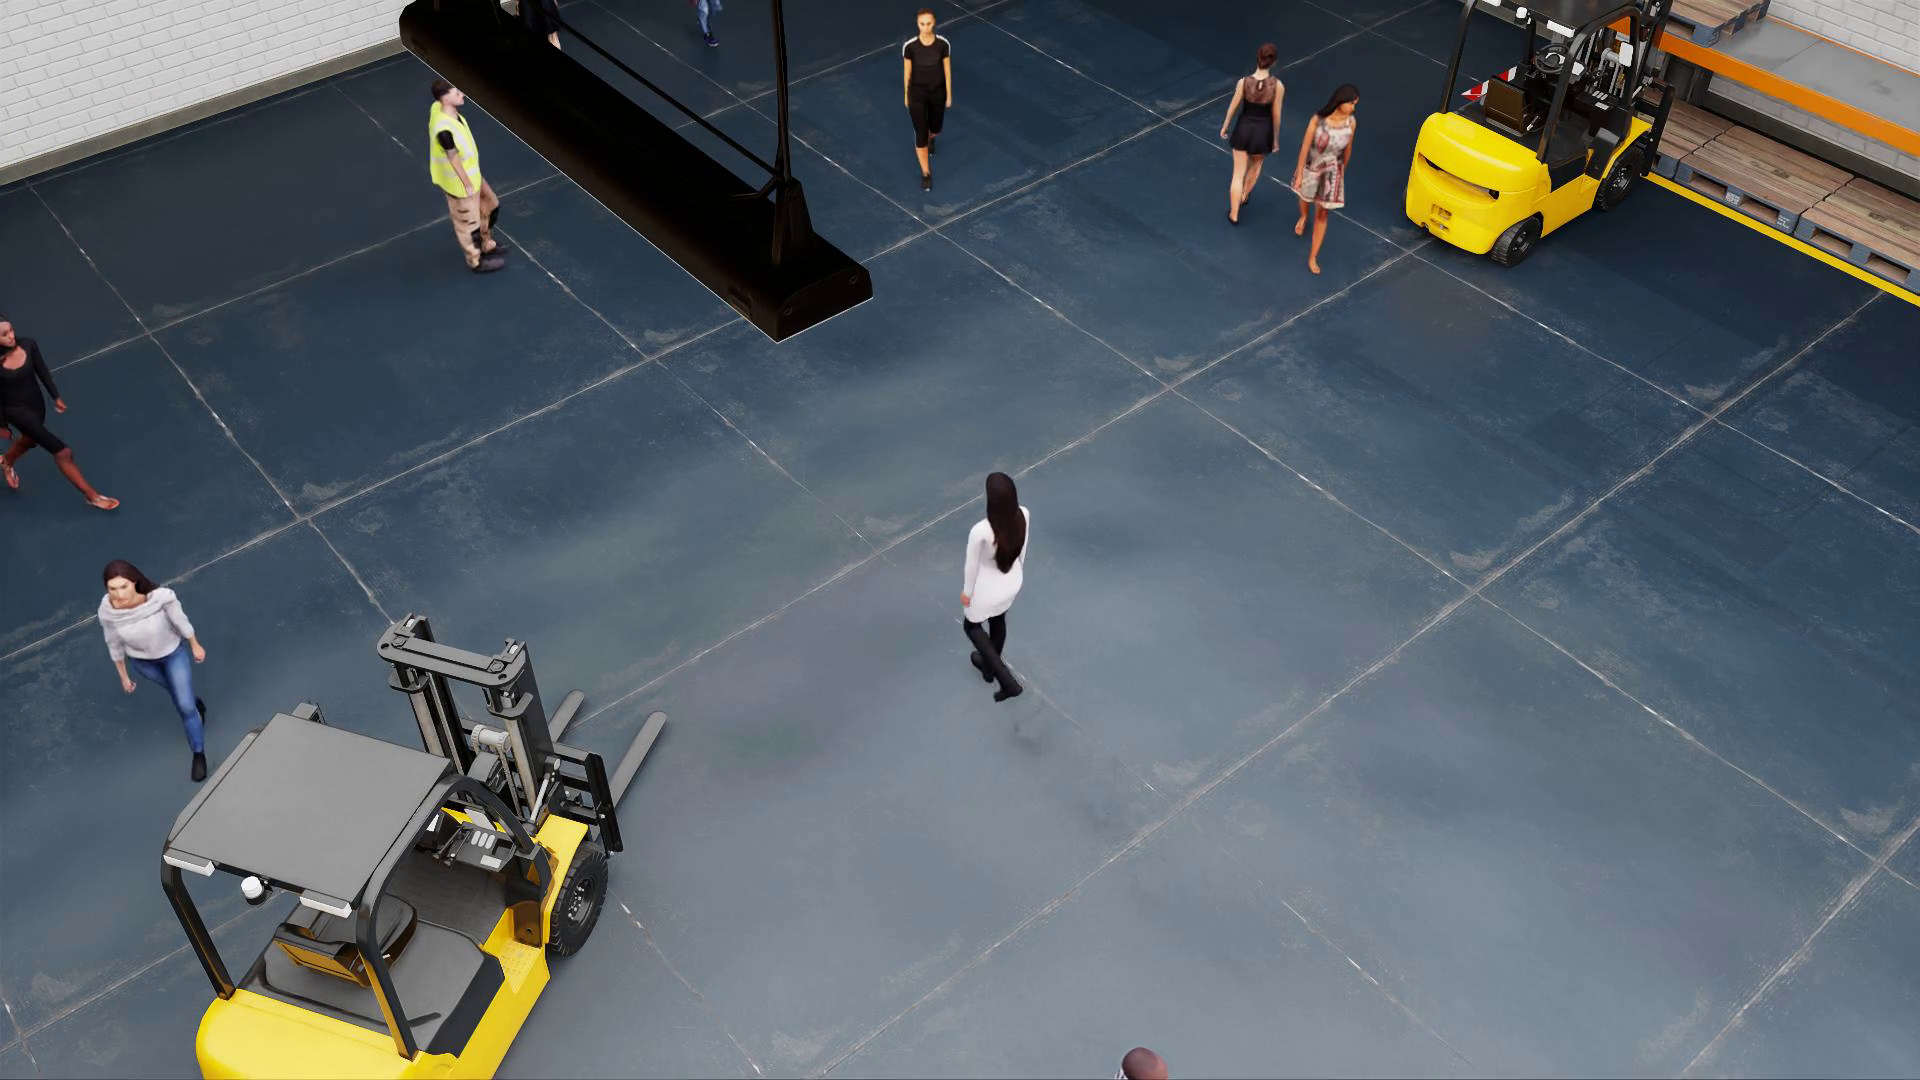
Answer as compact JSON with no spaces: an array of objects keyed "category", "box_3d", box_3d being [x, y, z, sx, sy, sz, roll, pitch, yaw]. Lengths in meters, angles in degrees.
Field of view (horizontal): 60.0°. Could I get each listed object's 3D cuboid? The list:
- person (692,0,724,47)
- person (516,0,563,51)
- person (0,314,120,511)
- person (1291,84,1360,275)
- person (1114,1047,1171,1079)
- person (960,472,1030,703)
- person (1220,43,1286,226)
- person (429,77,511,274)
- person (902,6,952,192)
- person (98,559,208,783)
[{"category":"person","box_3d":[-2.693,-5.771,17.204,0.632,1.252,0.535,32,52,29]},{"category":"person","box_3d":[-4.164,-5.259,16.309,0.610,1.746,0.576,-26,50,-25]},{"category":"person","box_3d":[-6.682,-0.891,11.782,1.290,1.666,1.086,12,45,12]},{"category":"person","box_3d":[3.076,-3.198,14.266,1.125,1.579,1.182,4,44,4]},{"category":"person","box_3d":[0.789,2.862,7.749,0.745,1.795,0.710,8,44,8]},{"category":"person","box_3d":[0.251,0.342,10.392,0.655,1.797,0.854,-26,50,-25]},{"category":"person","box_3d":[2.568,-3.506,14.531,0.879,1.660,0.942,6,44,6]},{"category":"person","box_3d":[-4.236,-3.031,13.907,0.926,1.833,0.835,-10,44,-10]},{"category":"person","box_3d":[-0.302,-4.092,15.156,0.954,1.646,1.111,-4,44,-4]},{"category":"person","box_3d":[-4.900,0.666,10.200,0.914,1.594,1.098,-9,44,-9]}]
